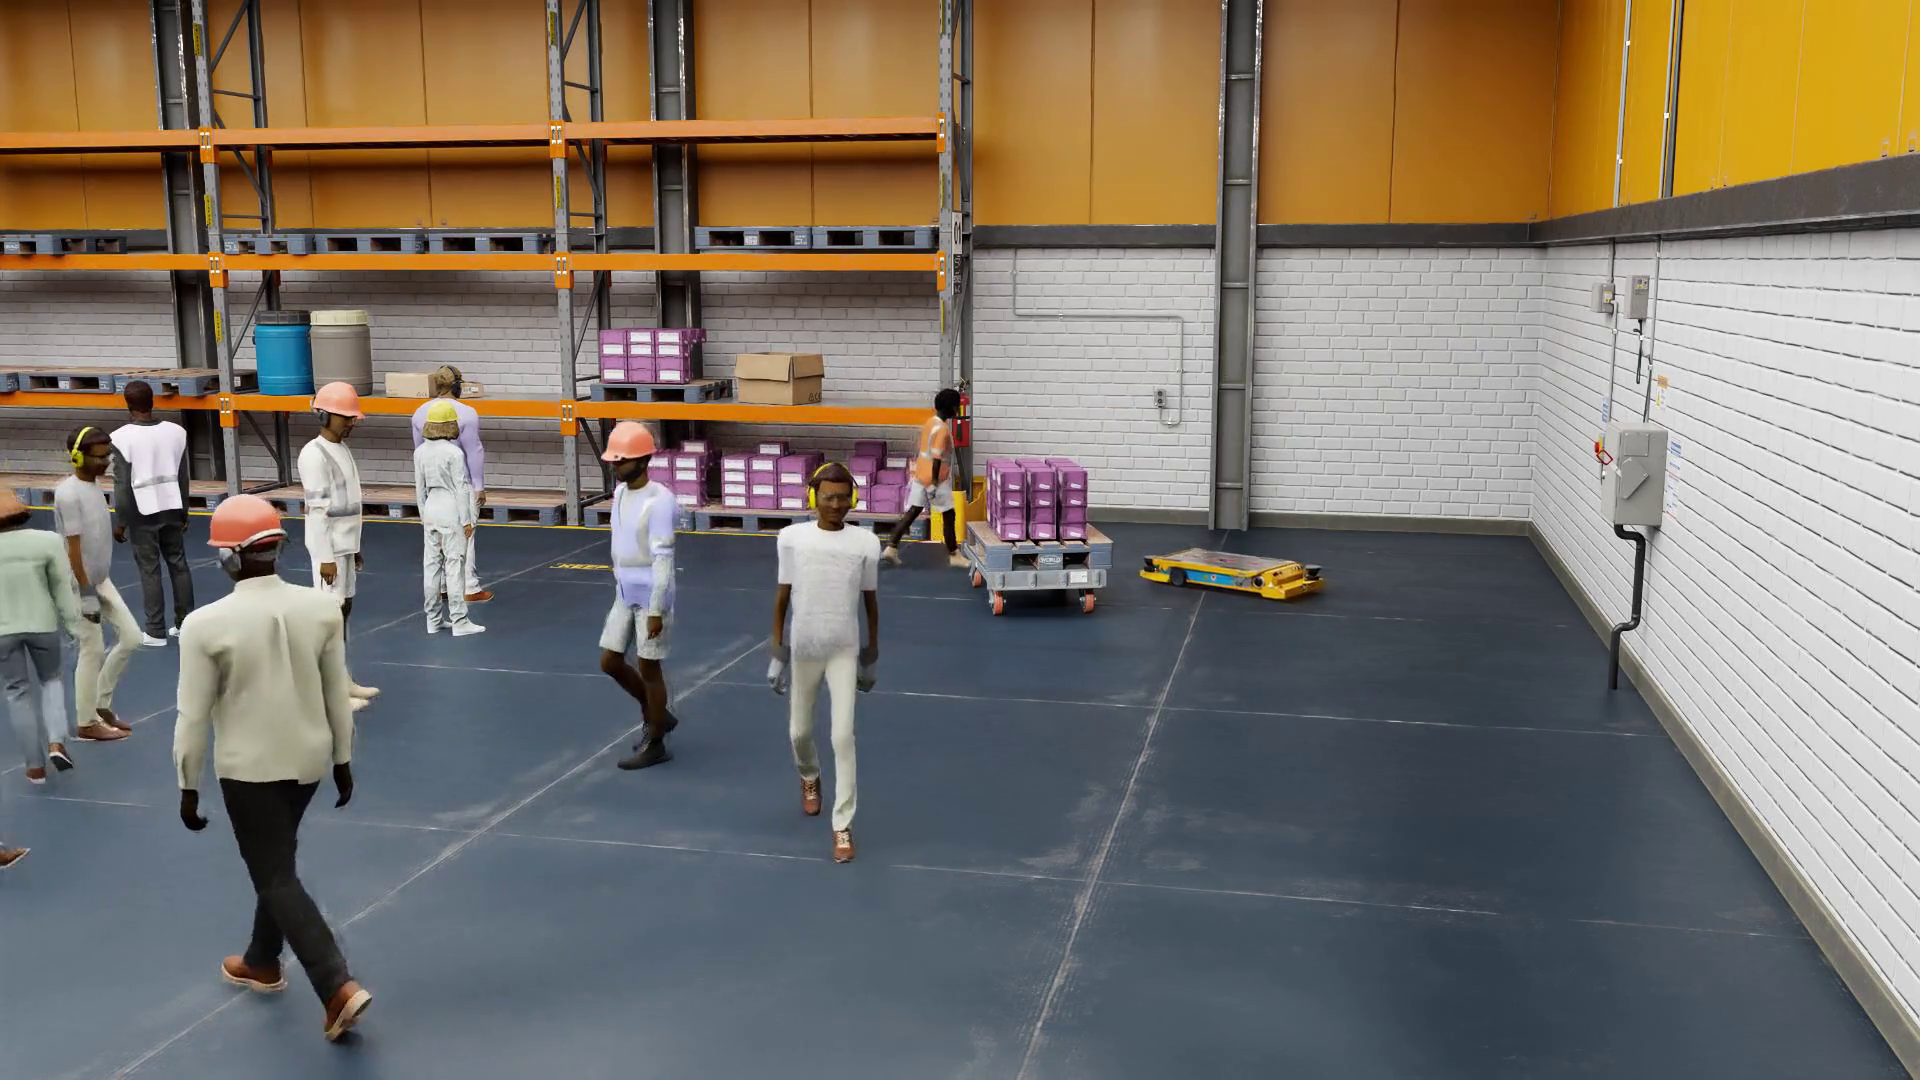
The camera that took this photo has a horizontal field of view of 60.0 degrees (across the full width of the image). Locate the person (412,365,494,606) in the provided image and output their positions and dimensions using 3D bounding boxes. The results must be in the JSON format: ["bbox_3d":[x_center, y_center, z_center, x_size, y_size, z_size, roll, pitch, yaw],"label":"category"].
[{"bbox_3d":[-4.086,-0.437,13.395,0.627,1.940,0.372,4,10,21],"label":"person"}]

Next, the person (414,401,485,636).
[{"bbox_3d":[-3.805,-0.160,12.336,0.484,1.744,0.295,5,11,27],"label":"person"}]

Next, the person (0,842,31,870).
[{"bbox_3d":[-4.584,0.734,7.480,0.895,1.578,0.512,2,10,11],"label":"person"}]

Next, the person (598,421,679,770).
[{"bbox_3d":[-1.741,0.311,9.022,0.539,1.920,0.401,9,13,43],"label":"person"}]

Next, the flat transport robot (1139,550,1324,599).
[{"bbox_3d":[2.298,0.270,14.139,1.431,0.197,0.652,8,13,40],"label":"flat transport robot"}]

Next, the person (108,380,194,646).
[{"bbox_3d":[-5.816,-0.189,11.995,0.397,1.917,0.590,5,11,28],"label":"person"}]

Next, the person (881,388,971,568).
[{"bbox_3d":[-0.310,-0.550,14.925,0.850,1.647,0.626,-3,10,-16],"label":"person"}]

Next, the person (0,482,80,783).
[{"bbox_3d":[-4.985,0.489,8.839,0.512,1.618,0.347,-6,11,-33],"label":"person"}]

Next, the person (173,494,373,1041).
[{"bbox_3d":[-2.458,0.811,6.005,1.011,1.956,0.614,8,12,39],"label":"person"}]

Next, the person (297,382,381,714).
[{"bbox_3d":[-3.822,0.044,10.270,0.392,2.033,0.605,-1,10,-5],"label":"person"}]

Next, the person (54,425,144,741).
[{"bbox_3d":[-4.954,0.260,9.542,0.419,1.842,0.536,-1,10,-4],"label":"person"}]

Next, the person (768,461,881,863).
[{"bbox_3d":[-0.644,0.534,7.950,0.539,1.836,0.828,0,10,-1],"label":"person"}]
